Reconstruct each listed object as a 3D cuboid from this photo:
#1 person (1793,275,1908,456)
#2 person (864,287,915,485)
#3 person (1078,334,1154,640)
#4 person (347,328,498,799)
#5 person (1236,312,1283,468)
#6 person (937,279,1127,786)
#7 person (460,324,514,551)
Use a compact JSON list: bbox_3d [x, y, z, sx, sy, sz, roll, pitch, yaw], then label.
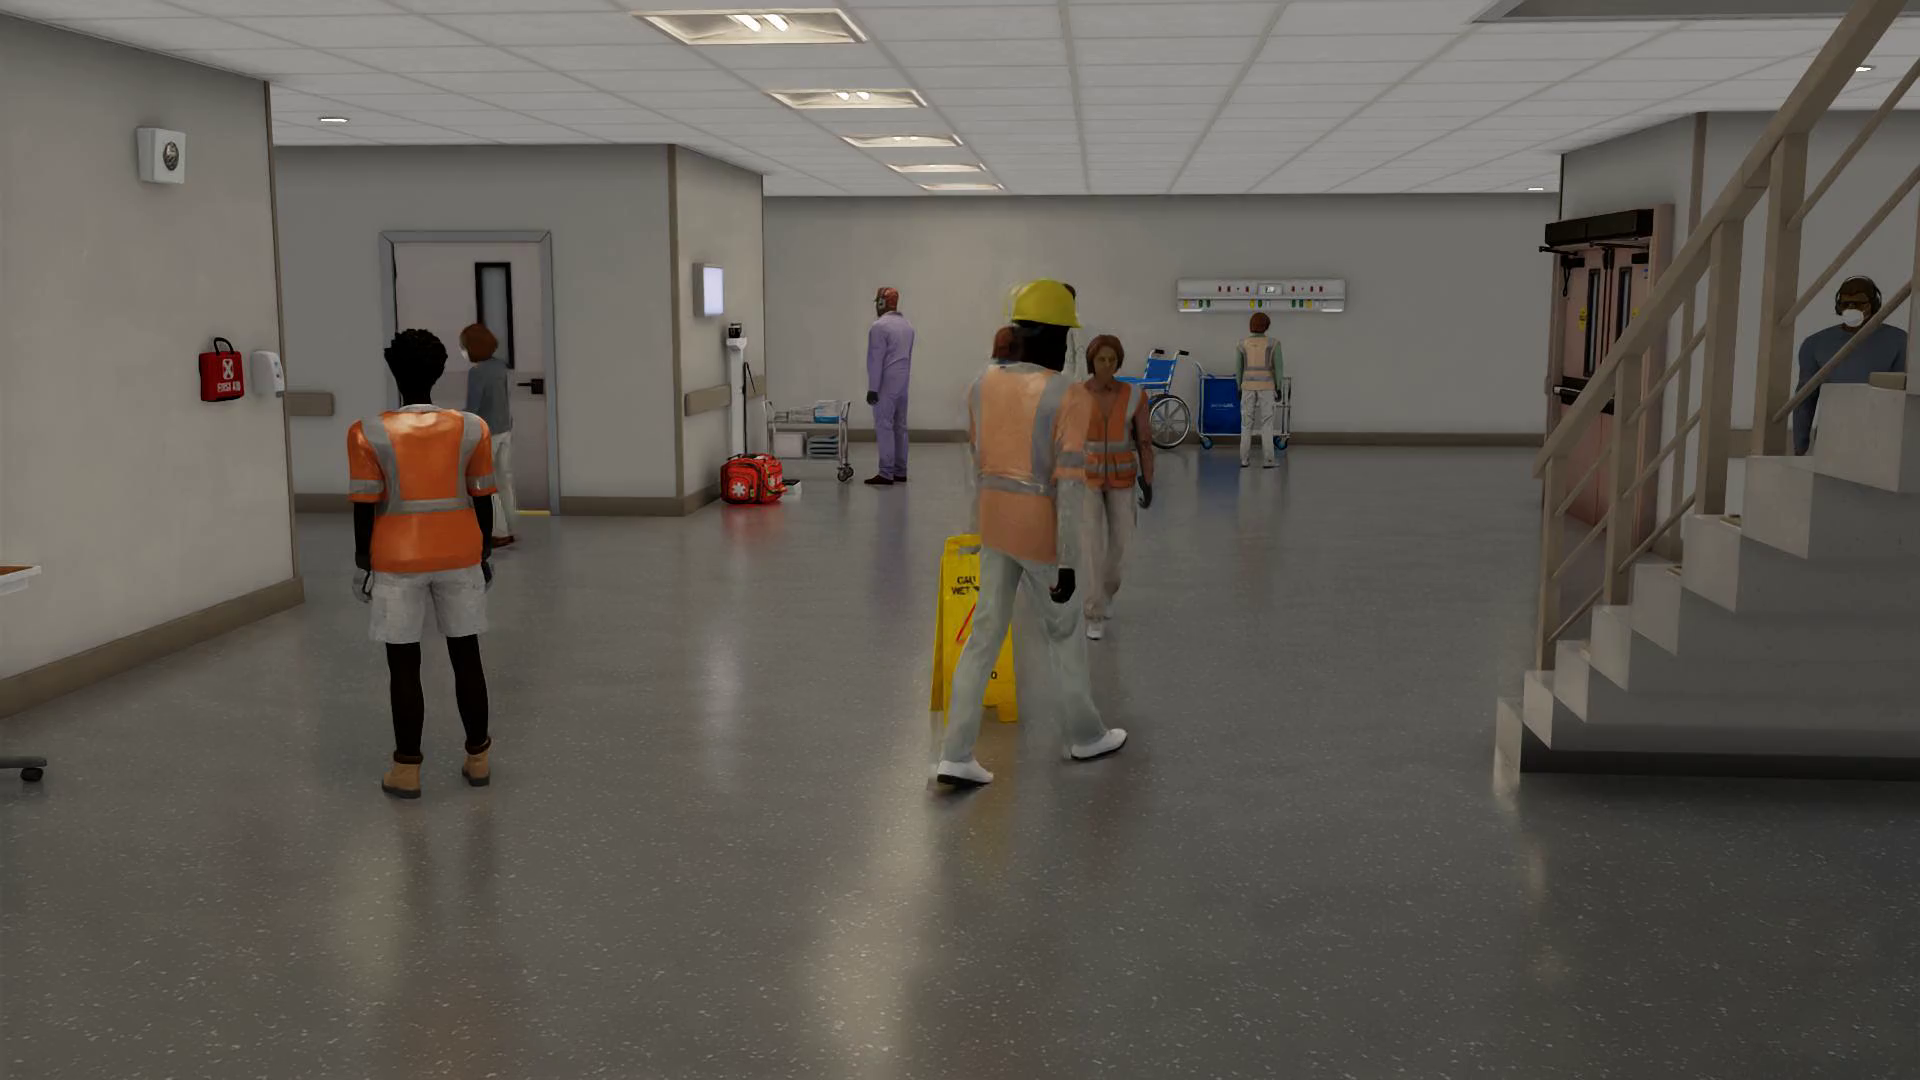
[{"bbox_3d":[5.133,-0.548,9.583,0.634,1.929,0.381,6,11,37],"label":"person"},{"bbox_3d":[-0.700,-1.485,16.062,0.401,1.901,0.646,4,9,28],"label":"person"},{"bbox_3d":[0.780,-0.308,9.014,0.526,1.614,0.722,0,8,-3],"label":"person"},{"bbox_3d":[-1.942,0.085,6.045,0.541,1.695,0.316,-6,10,-34],"label":"person"},{"bbox_3d":[3.143,-1.568,17.490,0.512,1.637,0.307,4,9,27],"label":"person"},{"bbox_3d":[0.249,-0.027,6.221,0.607,1.882,0.993,7,11,41],"label":"person"},{"bbox_3d":[-3.368,-0.729,11.885,0.330,1.616,0.576,1,8,10],"label":"person"}]
